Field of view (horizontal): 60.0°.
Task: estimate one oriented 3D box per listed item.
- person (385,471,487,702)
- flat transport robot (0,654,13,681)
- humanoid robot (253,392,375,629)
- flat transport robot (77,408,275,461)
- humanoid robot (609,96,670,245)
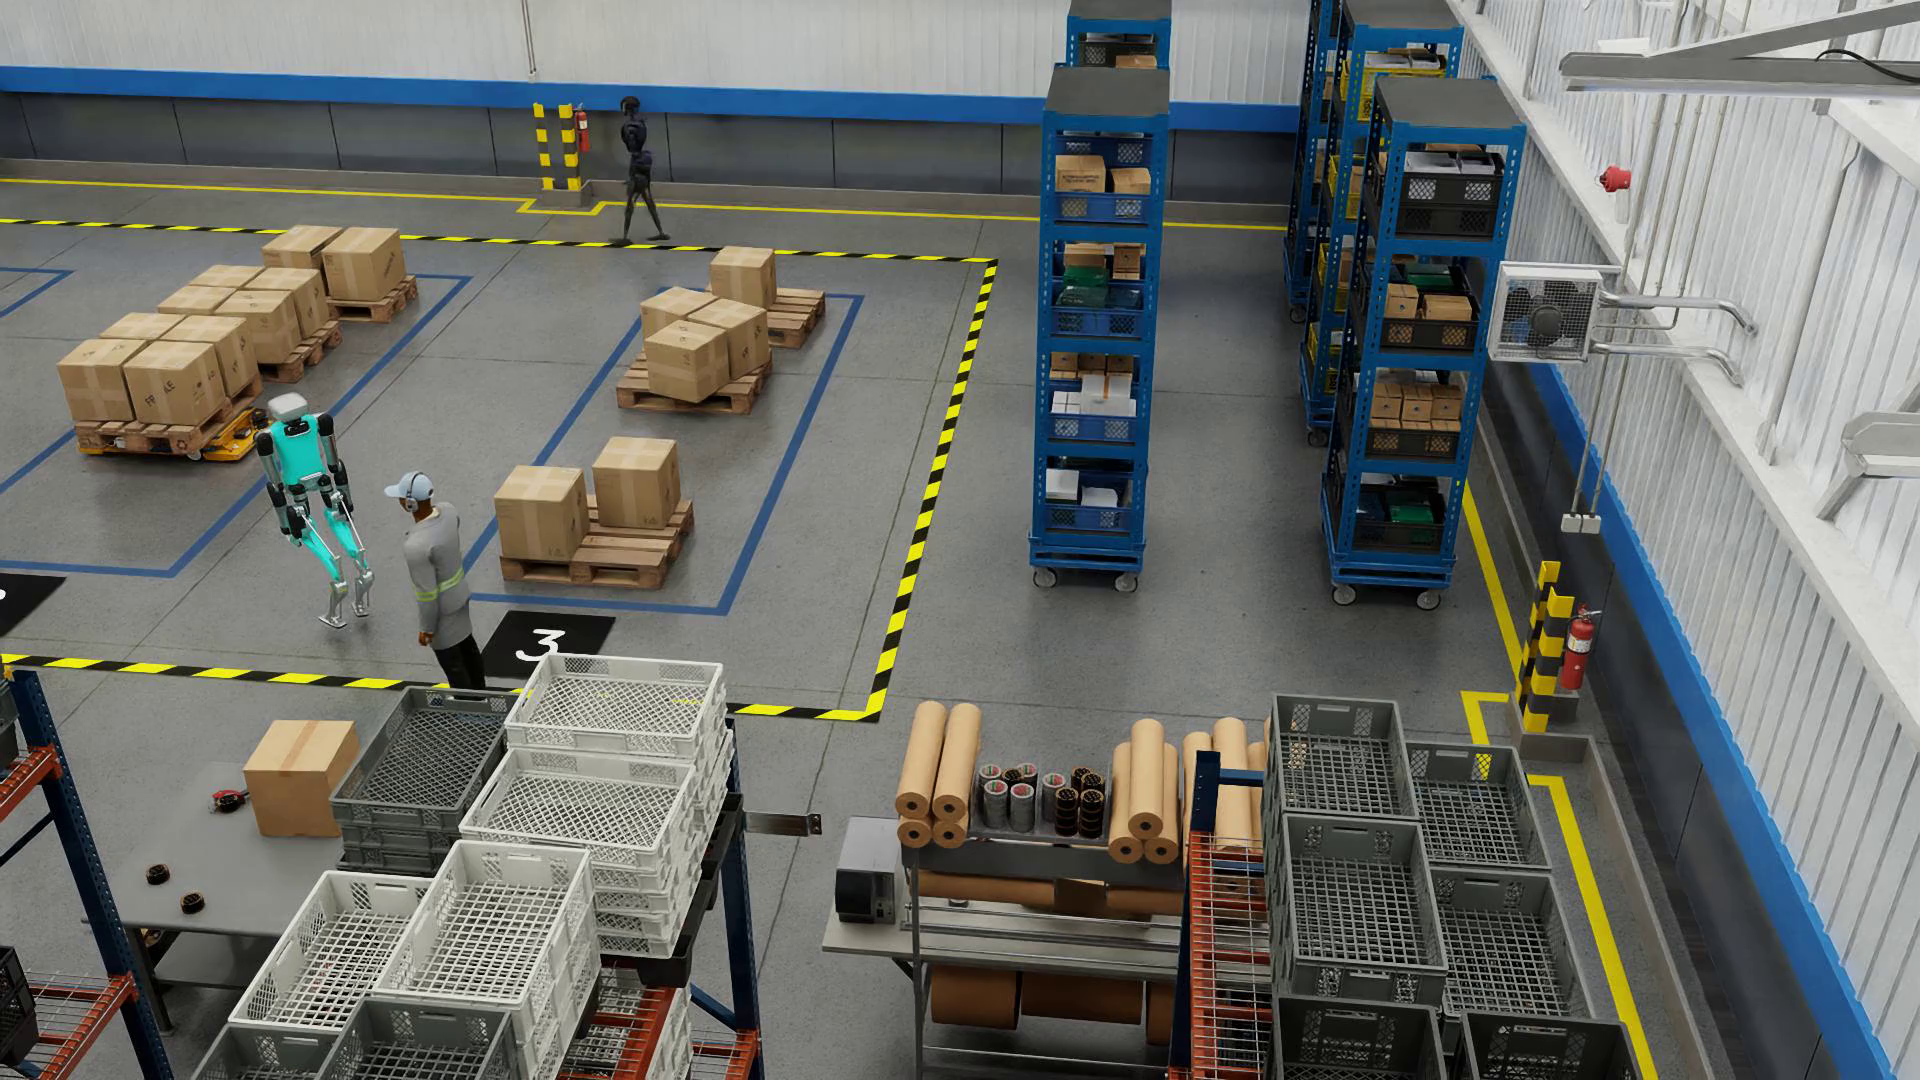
[{"bbox_3d":[-3.270,0.397,10.417,0.397,1.852,0.589,4,30,6],"label":"person"},{"bbox_3d":[-7.142,0.969,11.010,1.431,0.231,0.659,3,30,6],"label":"flat transport robot"},{"bbox_3d":[-4.310,-0.139,11.315,0.533,1.681,0.735,-25,38,-36],"label":"humanoid robot"},{"bbox_3d":[-6.728,-0.944,14.268,1.431,0.197,0.652,3,30,6],"label":"flat transport robot"},{"bbox_3d":[-3.584,-4.055,18.251,0.658,1.634,0.593,-2,30,-4],"label":"humanoid robot"}]
